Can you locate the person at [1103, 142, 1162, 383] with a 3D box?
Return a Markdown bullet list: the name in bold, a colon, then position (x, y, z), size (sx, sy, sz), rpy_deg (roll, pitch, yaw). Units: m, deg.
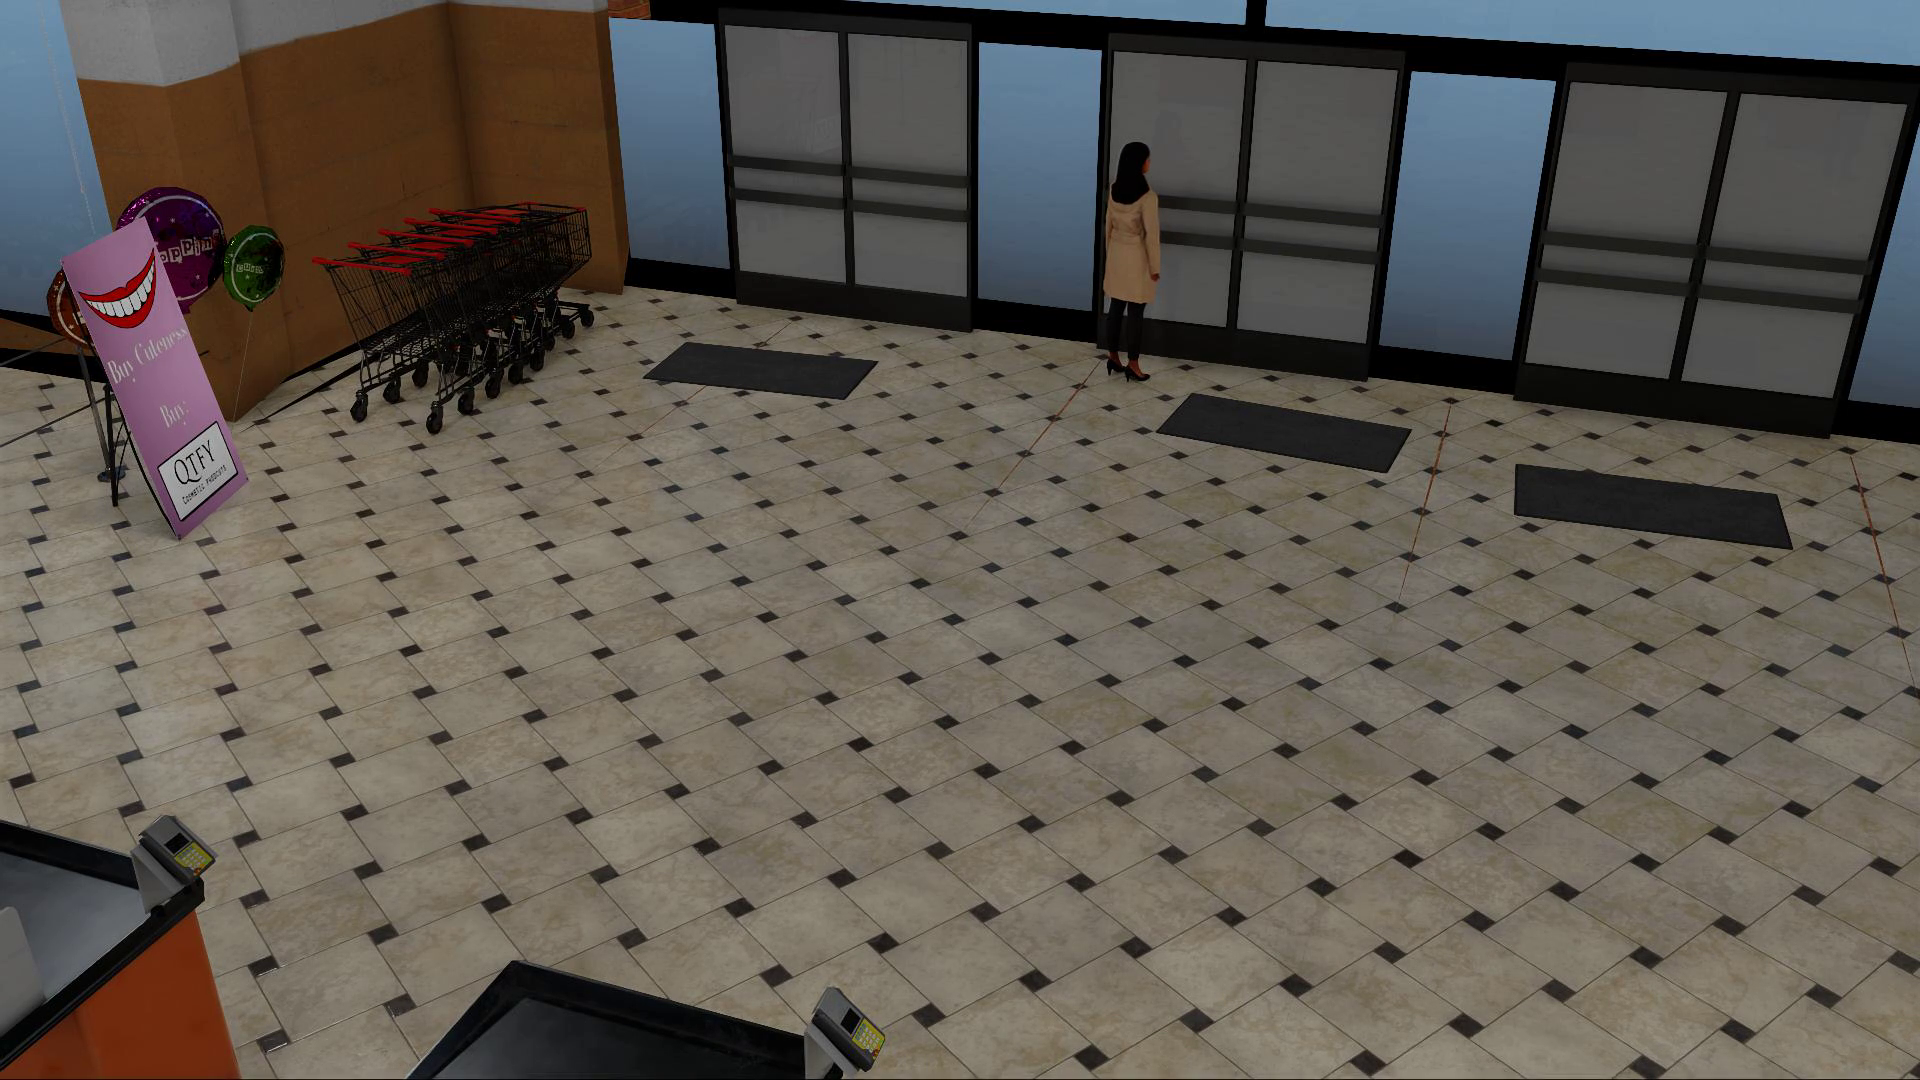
- **person**: position (1.189, -1.929, 11.580), size (0.715, 1.682, 0.722), rpy_deg (-20, 33, -34)
